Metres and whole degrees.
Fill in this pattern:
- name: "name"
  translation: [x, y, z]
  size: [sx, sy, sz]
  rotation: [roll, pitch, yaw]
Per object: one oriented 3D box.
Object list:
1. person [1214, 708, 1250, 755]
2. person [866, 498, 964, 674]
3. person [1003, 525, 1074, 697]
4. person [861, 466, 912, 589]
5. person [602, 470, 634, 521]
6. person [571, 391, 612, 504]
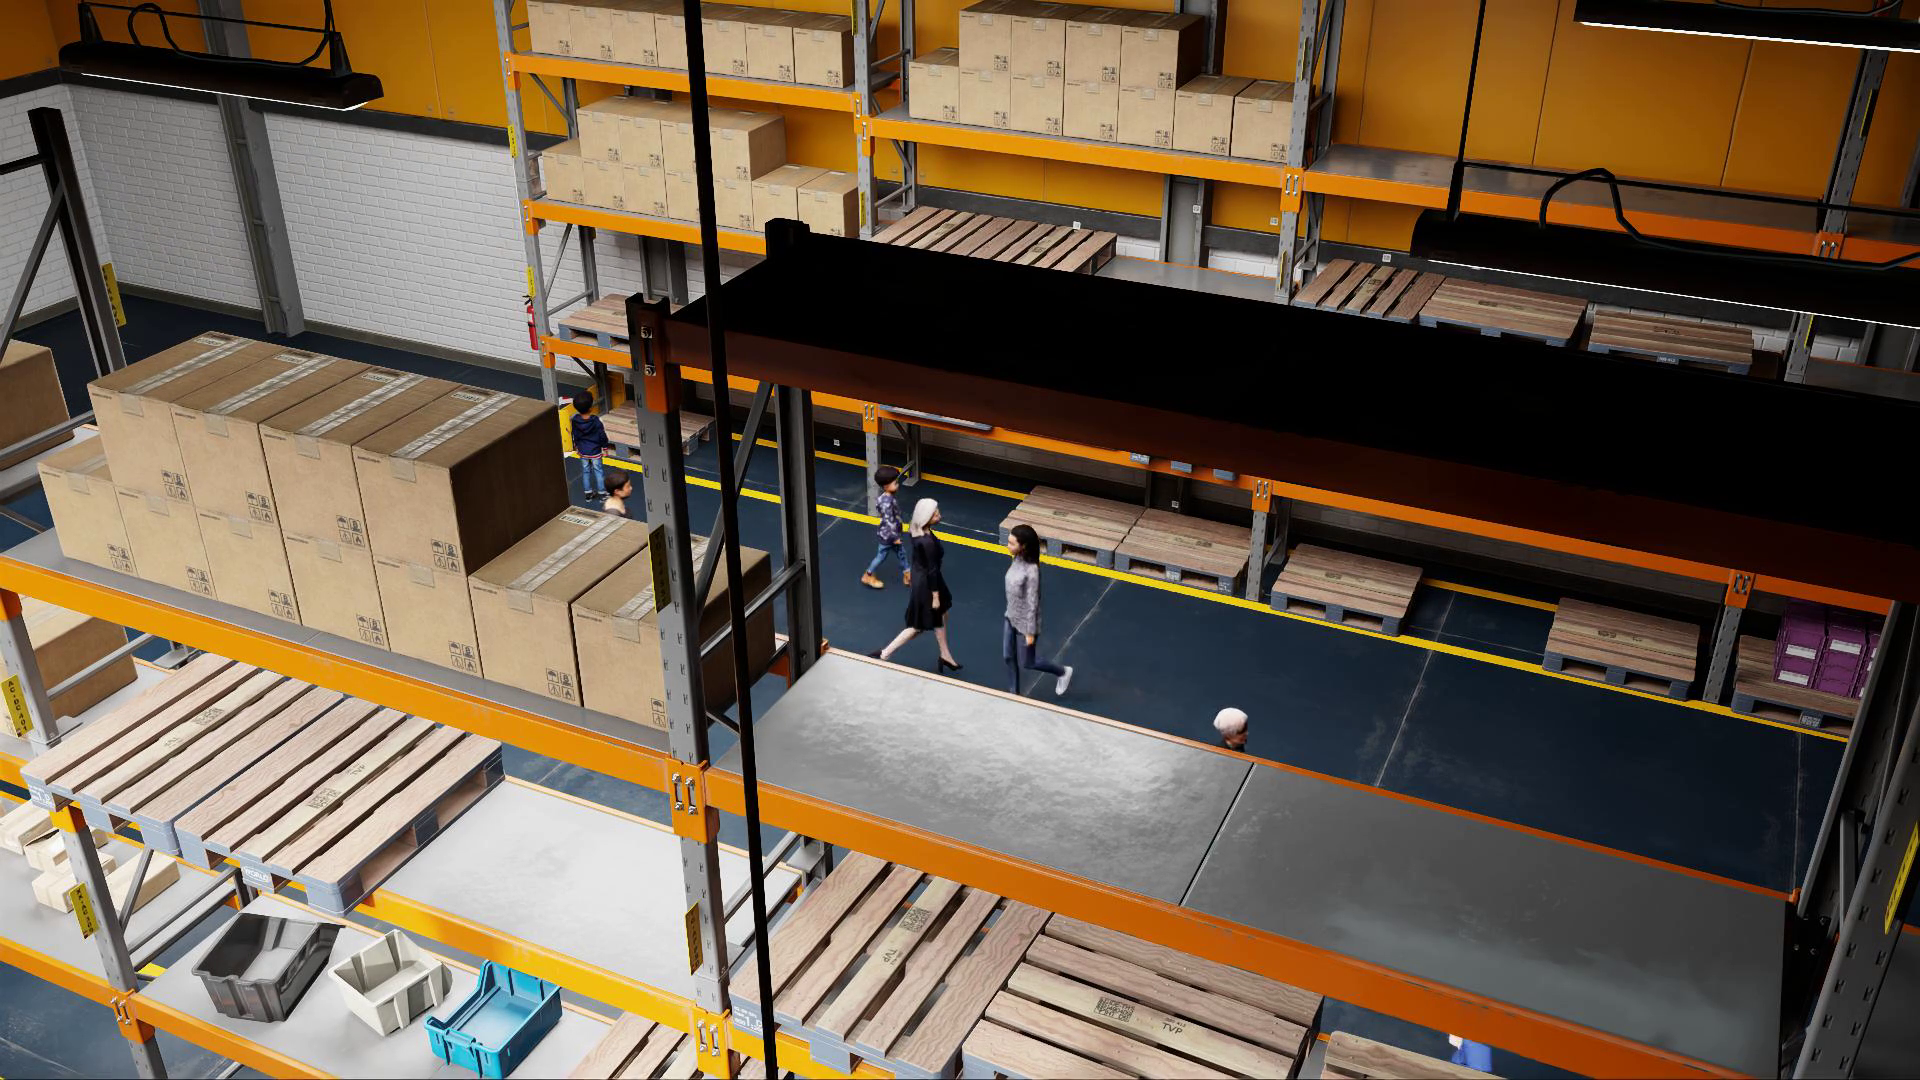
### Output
- name: "person"
  translation: [1.705, 1.920, 11.513]
  size: [1.097, 1.743, 0.847]
  rotation: [18, 33, 29]
- name: "person"
  translation: [-0.363, 0.454, 13.989]
  size: [1.129, 1.716, 1.022]
  rotation: [-7, 29, -13]
- name: "person"
  translation: [0.599, 0.648, 13.636]
  size: [1.009, 1.714, 0.962]
  rotation: [-11, 30, -19]
- name: "person"
  translation: [-0.702, -0.092, 15.498]
  size: [0.858, 1.229, 0.590]
  rotation: [6, 29, 11]
- name: "person"
  translation: [-2.951, 0.166, 14.519]
  size: [0.745, 1.714, 0.703]
  rotation: [-7, 29, -13]
- name: "person"
  translation: [-3.807, -0.958, 17.094]
  size: [0.485, 1.221, 0.617]
  rotation: [6, 29, 11]
